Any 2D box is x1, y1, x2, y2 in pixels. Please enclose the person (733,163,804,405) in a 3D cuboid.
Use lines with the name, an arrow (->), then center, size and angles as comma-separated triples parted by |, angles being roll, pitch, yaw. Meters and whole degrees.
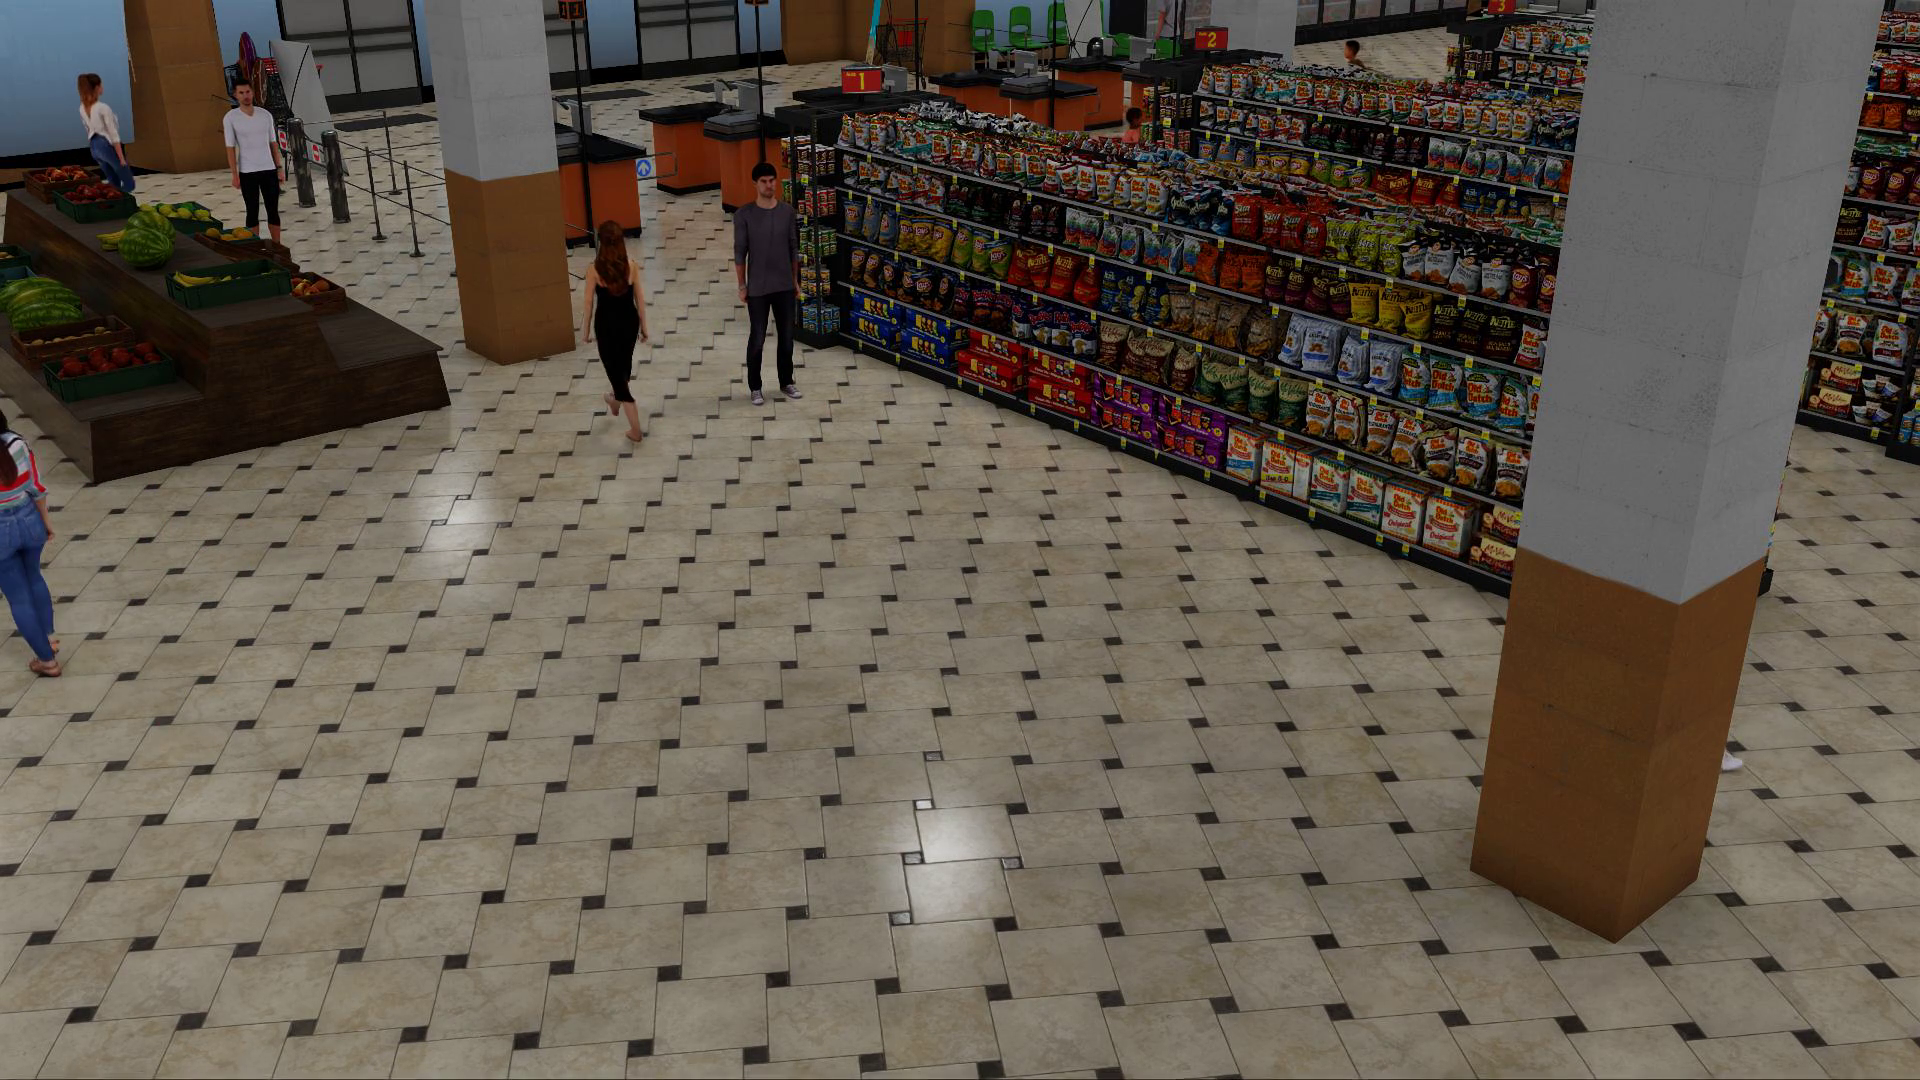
person -> -1.486, -2.002, 12.932 | 0.712, 1.854, 0.610 | -12, 27, -26

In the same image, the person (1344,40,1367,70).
person -> 5.342, -6.090, 22.770 | 0.721, 1.454, 0.687 | 10, 26, 22

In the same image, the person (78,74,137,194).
person -> -9.312, -4.169, 18.056 | 0.852, 1.715, 0.853 | 12, 26, 26

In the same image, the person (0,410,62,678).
person -> -4.925, -0.018, 8.711 | 0.700, 1.601, 0.698 | 14, 27, 29

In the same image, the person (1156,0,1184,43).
person -> 3.508, -8.553, 27.857 | 0.659, 1.890, 0.546 | -19, 30, -37

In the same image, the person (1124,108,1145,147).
person -> 1.882, -4.139, 18.500 | 0.675, 1.304, 0.589 | -4, 24, -8

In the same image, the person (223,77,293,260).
person -> -7.189, -3.782, 17.003 | 0.666, 1.851, 0.527 | -18, 30, -36

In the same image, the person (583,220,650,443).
person -> -2.461, -1.471, 12.062 | 0.696, 1.577, 1.090 | -14, 27, -29
